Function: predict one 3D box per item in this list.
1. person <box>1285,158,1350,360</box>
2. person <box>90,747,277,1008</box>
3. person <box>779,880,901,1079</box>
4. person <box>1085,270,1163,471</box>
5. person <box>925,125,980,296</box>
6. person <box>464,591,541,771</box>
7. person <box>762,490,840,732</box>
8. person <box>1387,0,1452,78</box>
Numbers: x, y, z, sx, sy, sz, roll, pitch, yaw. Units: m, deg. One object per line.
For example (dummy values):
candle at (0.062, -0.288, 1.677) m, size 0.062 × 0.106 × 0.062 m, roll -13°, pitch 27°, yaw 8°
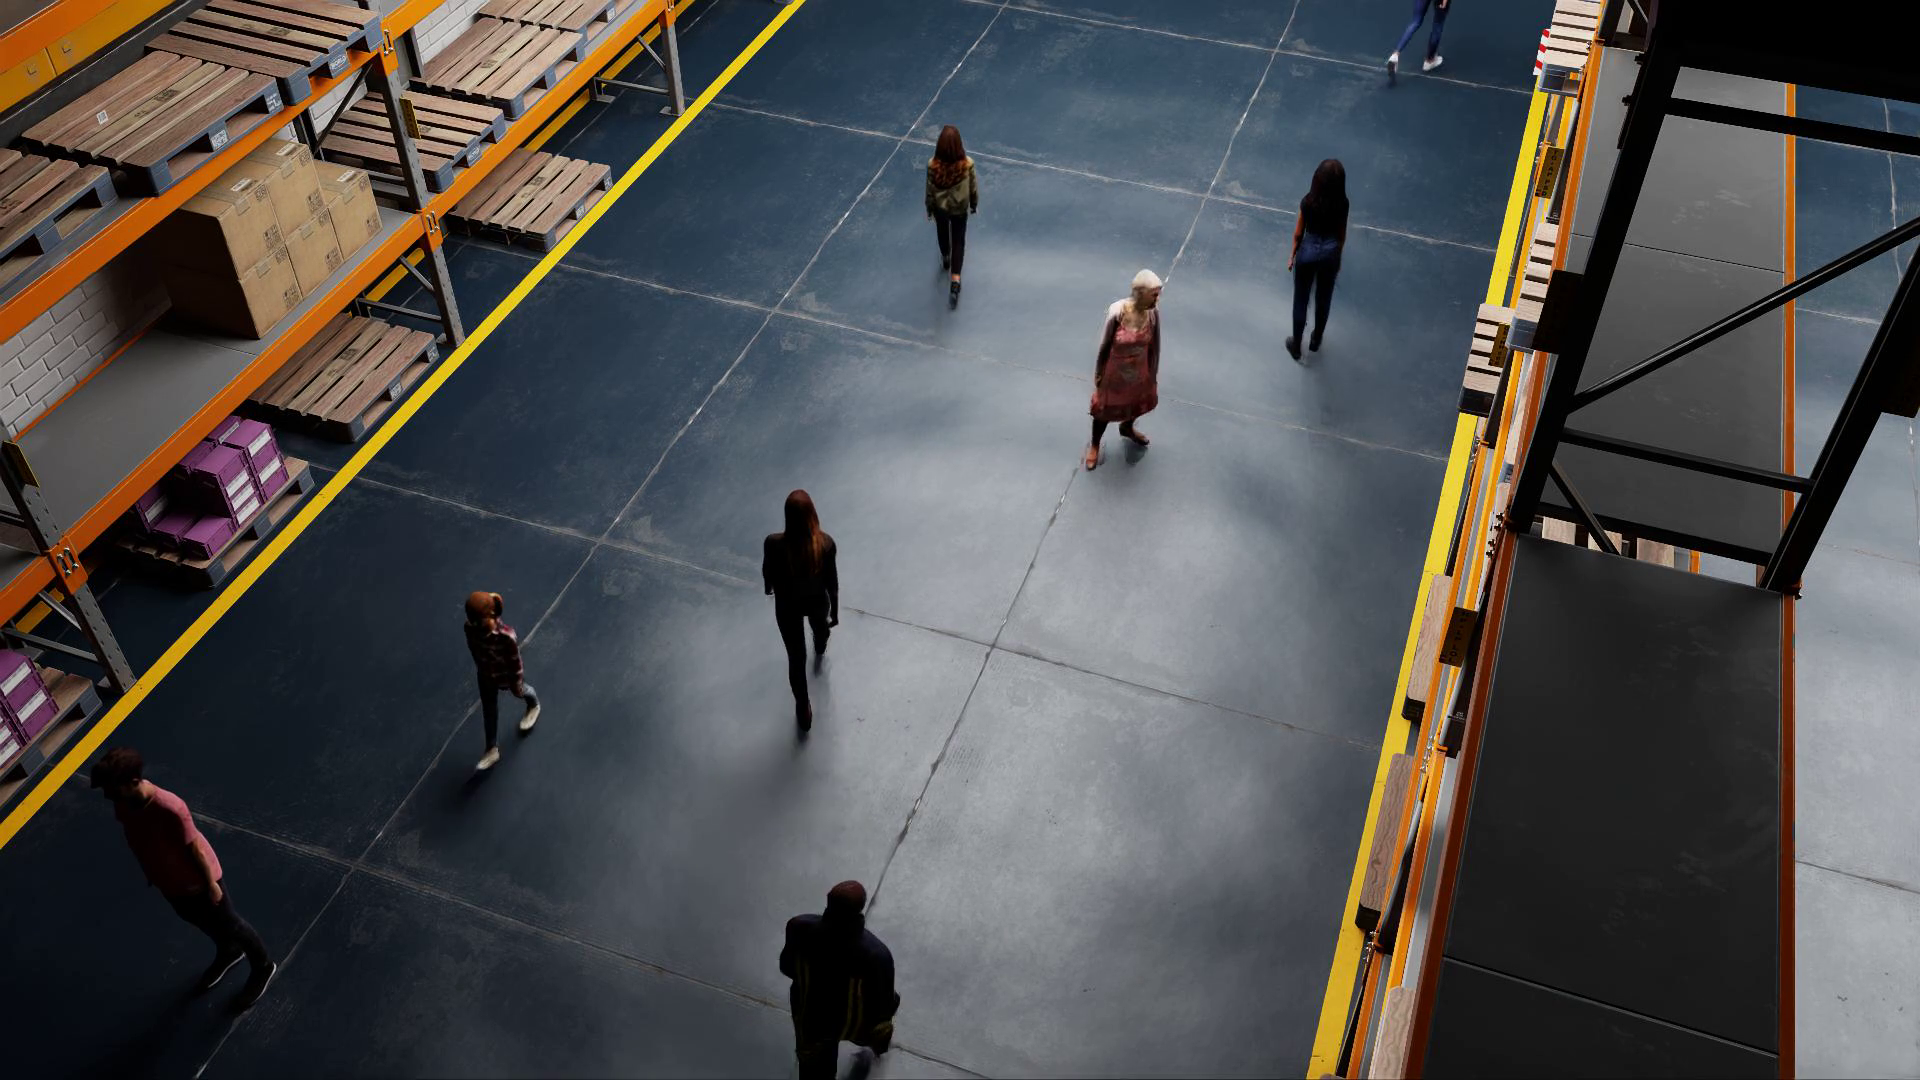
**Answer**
person at (2.800, -2.189, 13.047) m, size 0.639 × 1.738 × 0.677 m, roll 2°, pitch 44°, yaw 2°
person at (-4.070, 1.735, 8.770) m, size 0.625 × 1.956 × 0.542 m, roll 14°, pitch 45°, yaw 14°
person at (-0.625, 2.370, 8.236) m, size 0.837 × 1.773 × 1.128 m, roll 12°, pitch 45°, yaw 13°
person at (1.190, -1.271, 12.129) m, size 0.817 × 1.677 × 0.845 m, roll -5°, pitch 44°, yaw -5°
person at (-0.072, -2.709, 13.805) m, size 0.782 × 1.446 × 1.061 m, roll 3°, pitch 44°, yaw 3°
person at (-2.806, 0.766, 10.285) m, size 0.564 × 1.270 × 0.873 m, roll 12°, pitch 45°, yaw 12°
person at (-0.984, 0.472, 10.308) m, size 0.973 × 1.664 × 1.225 m, roll -5°, pitch 44°, yaw -5°
person at (4.602, -5.377, 16.381) m, size 1.127 × 1.755 × 0.898 m, roll -32°, pitch 52°, yaw -29°
